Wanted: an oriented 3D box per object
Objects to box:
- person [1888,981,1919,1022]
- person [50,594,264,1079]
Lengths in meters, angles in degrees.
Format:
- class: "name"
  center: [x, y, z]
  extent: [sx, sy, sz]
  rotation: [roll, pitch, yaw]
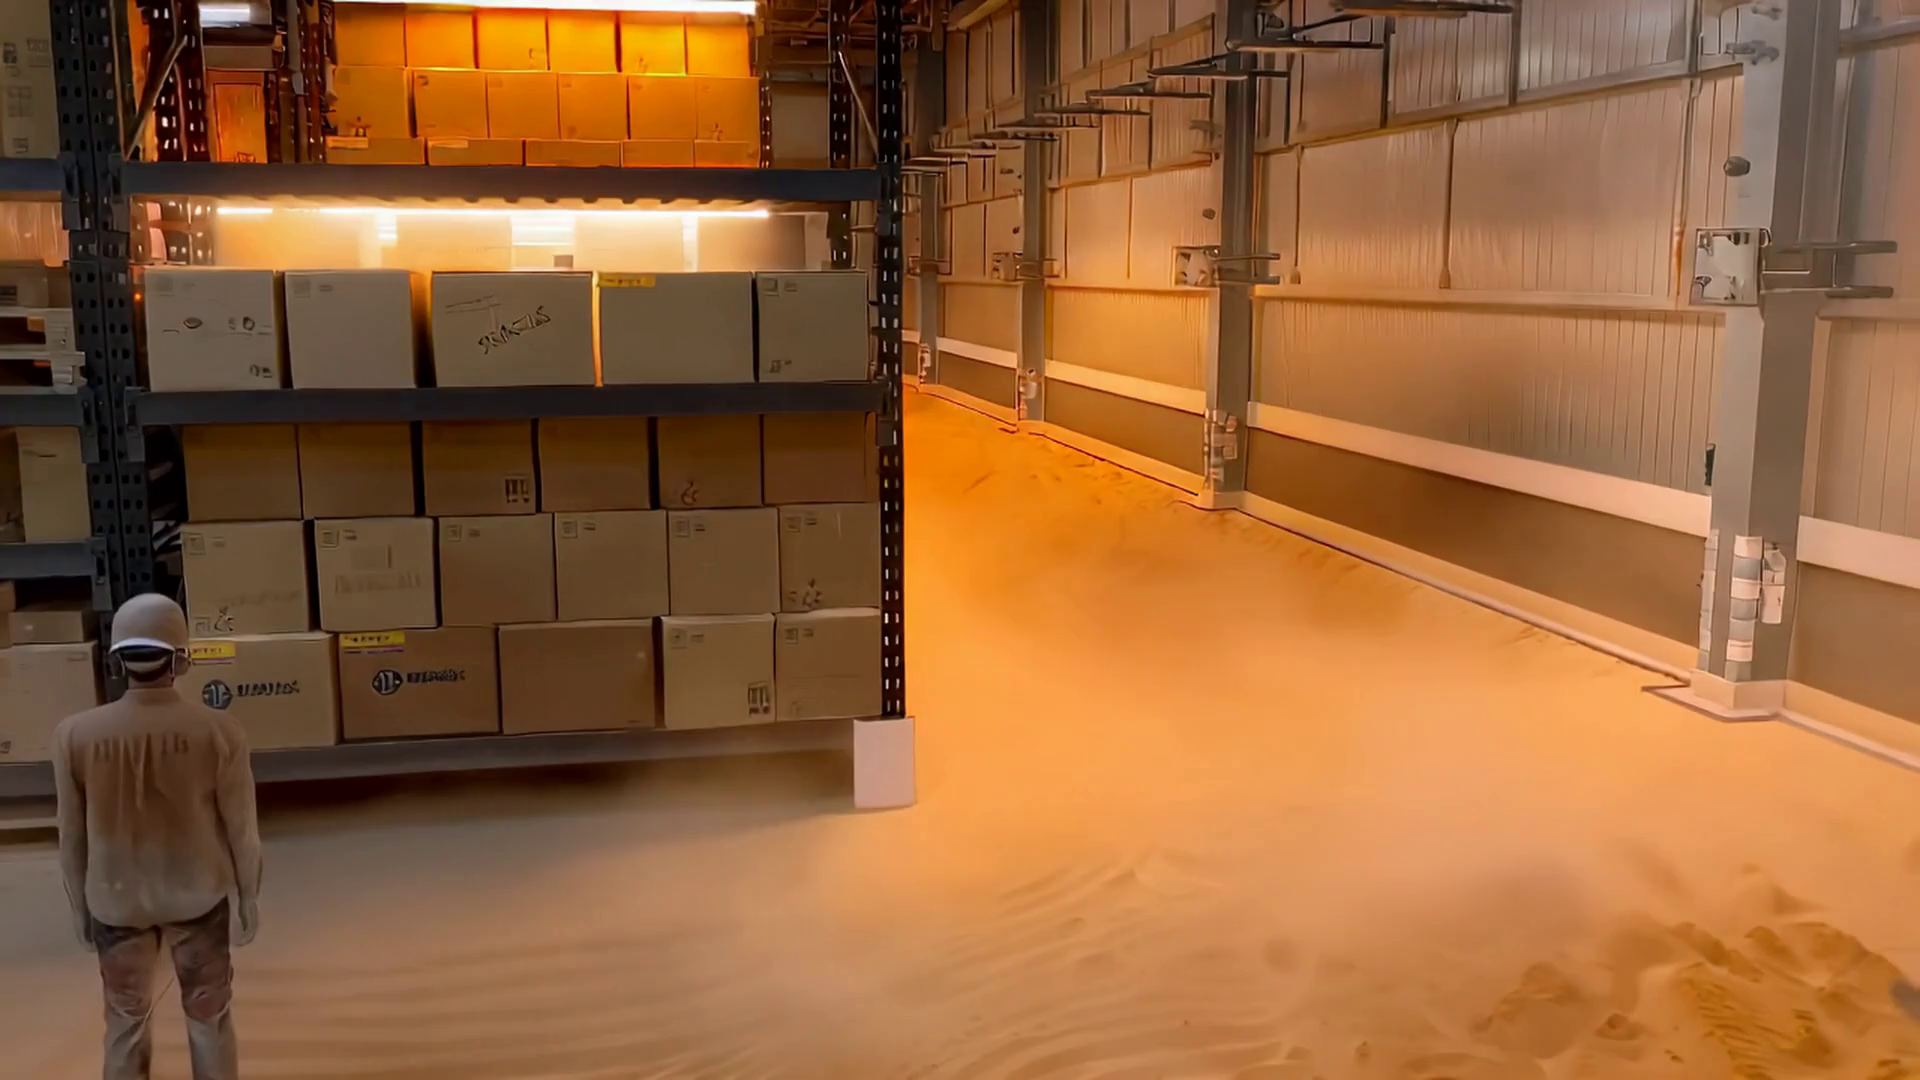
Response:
- class: "person"
  center: [4.113, 1.108, 6.311]
  extent: [0.661, 1.799, 0.917]
  rotation: [-7, 11, -35]
- class: "person"
  center: [-2.608, 1.161, 5.468]
  extent: [0.608, 1.987, 0.409]
  rotation: [-3, 10, -16]
